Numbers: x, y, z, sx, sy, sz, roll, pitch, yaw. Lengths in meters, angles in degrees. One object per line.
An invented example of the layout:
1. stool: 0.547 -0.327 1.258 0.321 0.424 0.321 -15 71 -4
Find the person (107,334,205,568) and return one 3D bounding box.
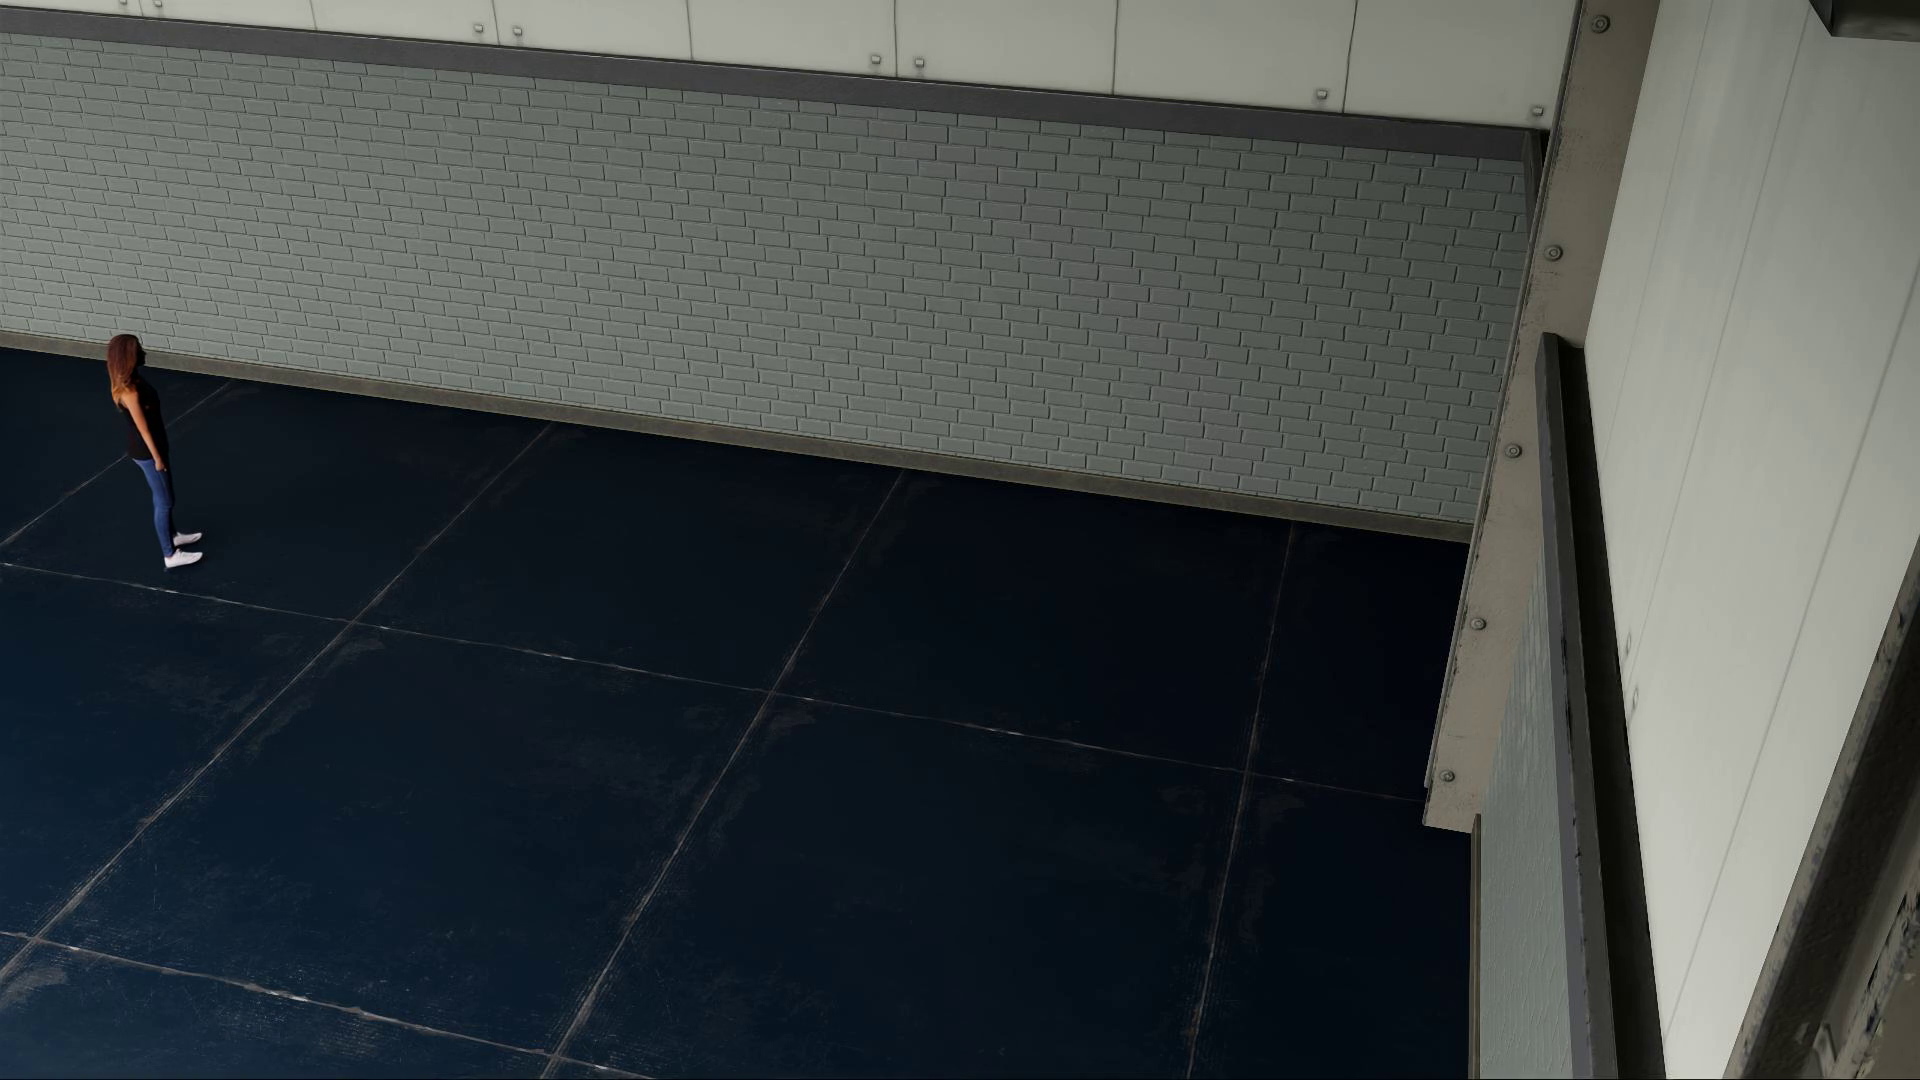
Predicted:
1. person: -5.582 -0.631 11.452 0.711 1.722 0.643 -15 35 -22
